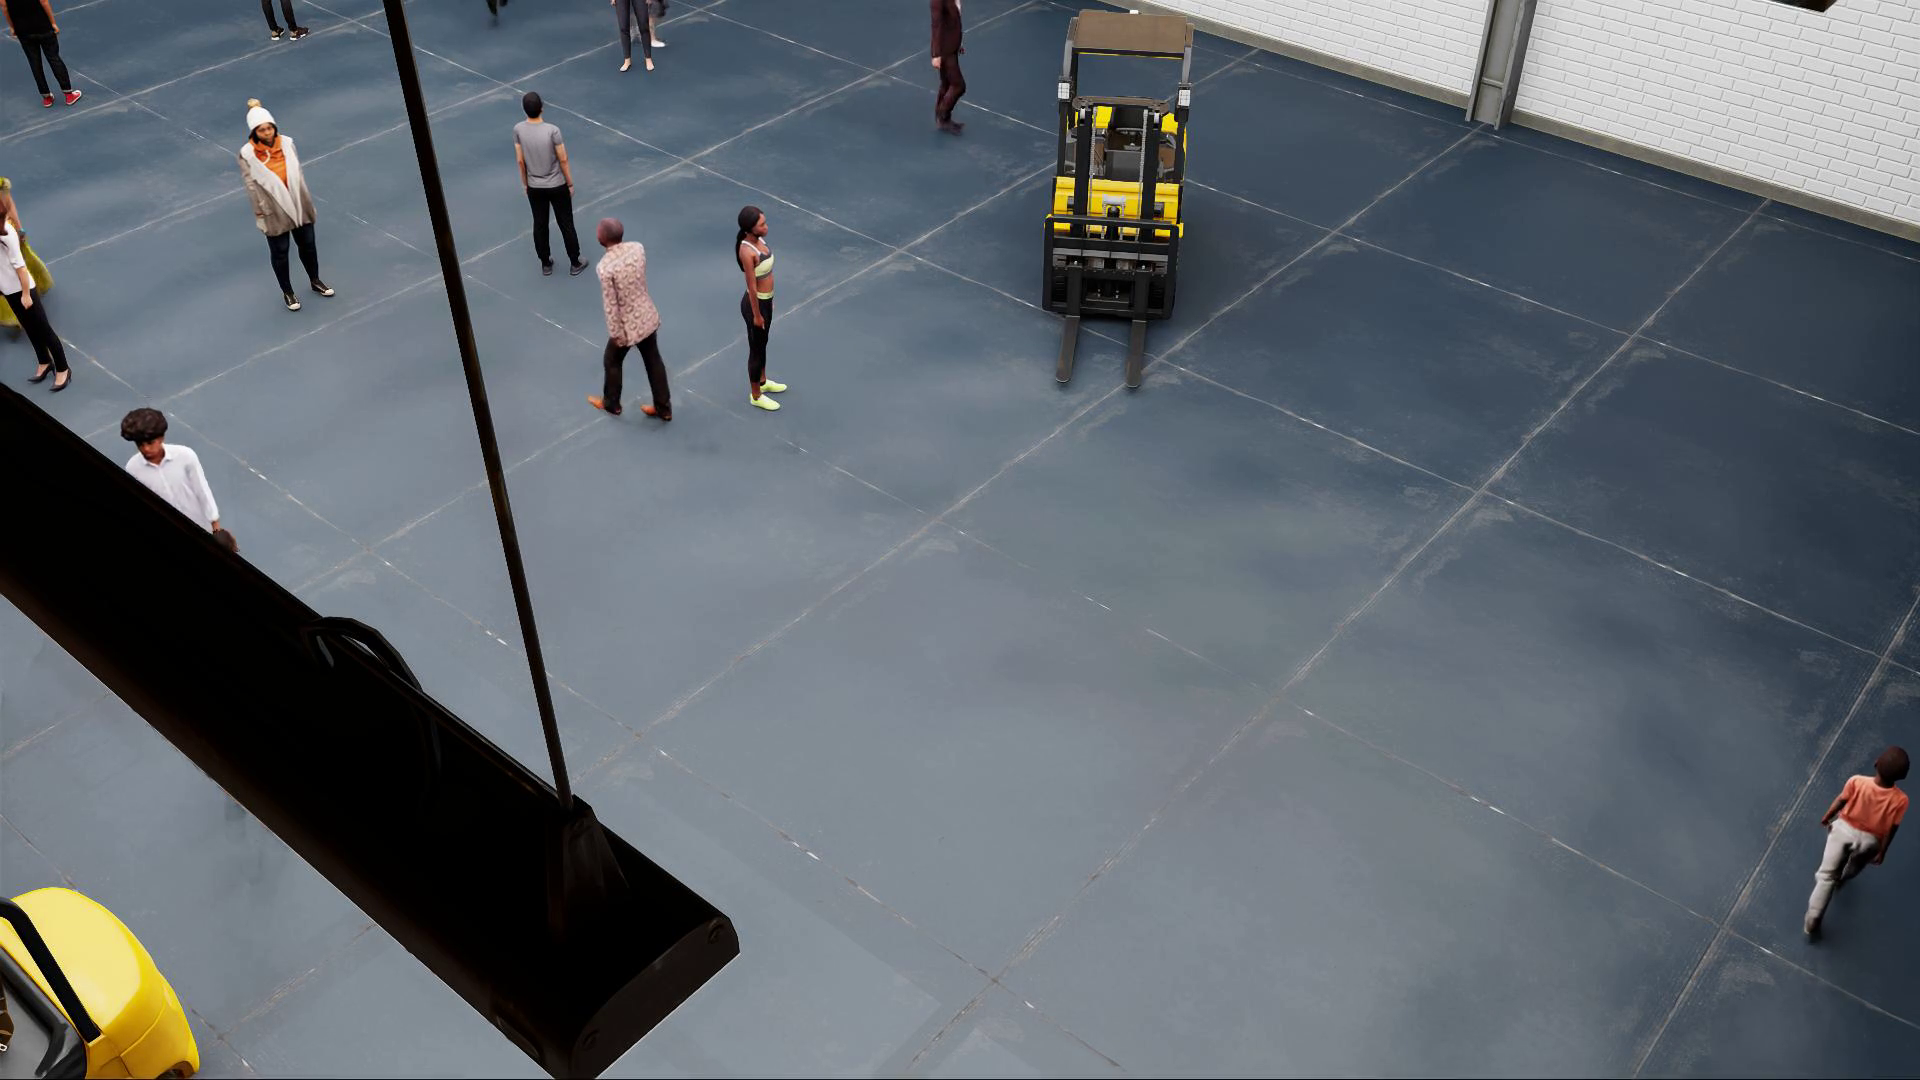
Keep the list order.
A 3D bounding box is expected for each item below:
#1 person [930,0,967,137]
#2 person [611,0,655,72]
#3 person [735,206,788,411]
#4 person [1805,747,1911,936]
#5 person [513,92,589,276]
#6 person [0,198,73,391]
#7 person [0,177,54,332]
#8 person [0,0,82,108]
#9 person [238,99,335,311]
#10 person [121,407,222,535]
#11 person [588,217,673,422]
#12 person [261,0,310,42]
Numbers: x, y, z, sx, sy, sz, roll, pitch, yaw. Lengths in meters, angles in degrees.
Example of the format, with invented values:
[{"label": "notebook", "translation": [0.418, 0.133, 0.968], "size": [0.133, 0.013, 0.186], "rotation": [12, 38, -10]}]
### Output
[{"label": "person", "translation": [-0.214, -5.172, 17.437], "size": [0.795, 1.853, 0.790], "rotation": [8, 39, 10]}, {"label": "person", "translation": [-3.736, -6.206, 18.799], "size": [0.683, 1.768, 0.738], "rotation": [-4, 39, -5]}, {"label": "person", "translation": [-1.639, -1.886, 13.399], "size": [0.671, 1.755, 0.643], "rotation": [4, 39, 6]}, {"label": "person", "translation": [4.996, 1.696, 9.295], "size": [0.848, 1.280, 0.611], "rotation": [24, 44, 27]}, {"label": "person", "translation": [-3.744, -3.226, 15.077], "size": [0.673, 1.755, 0.757], "rotation": [2, 39, 2]}, {"label": "person", "translation": [-7.675, -2.050, 13.575], "size": [0.490, 1.793, 0.689], "rotation": [22, 43, 25]}, {"label": "person", "translation": [-8.351, -2.580, 14.389], "size": [1.132, 1.606, 1.438], "rotation": [-15, 41, -18]}, {"label": "person", "translation": [-10.055, -5.580, 18.024], "size": [0.709, 1.757, 0.737], "rotation": [-8, 39, -10]}, {"label": "person", "translation": [-5.970, -2.968, 14.646], "size": [0.656, 1.891, 0.705], "rotation": [30, 48, 32]}, {"label": "person", "translation": [-5.204, -0.152, 11.209], "size": [0.959, 1.779, 1.207], "rotation": [-15, 41, -18]}, {"label": "person", "translation": [-2.525, -1.695, 13.140], "size": [0.951, 1.781, 0.738], "rotation": [25, 45, 27]}, {"label": "person", "translation": [-8.113, -6.785, 19.457], "size": [0.705, 1.852, 0.810], "rotation": [4, 39, 5]}]
